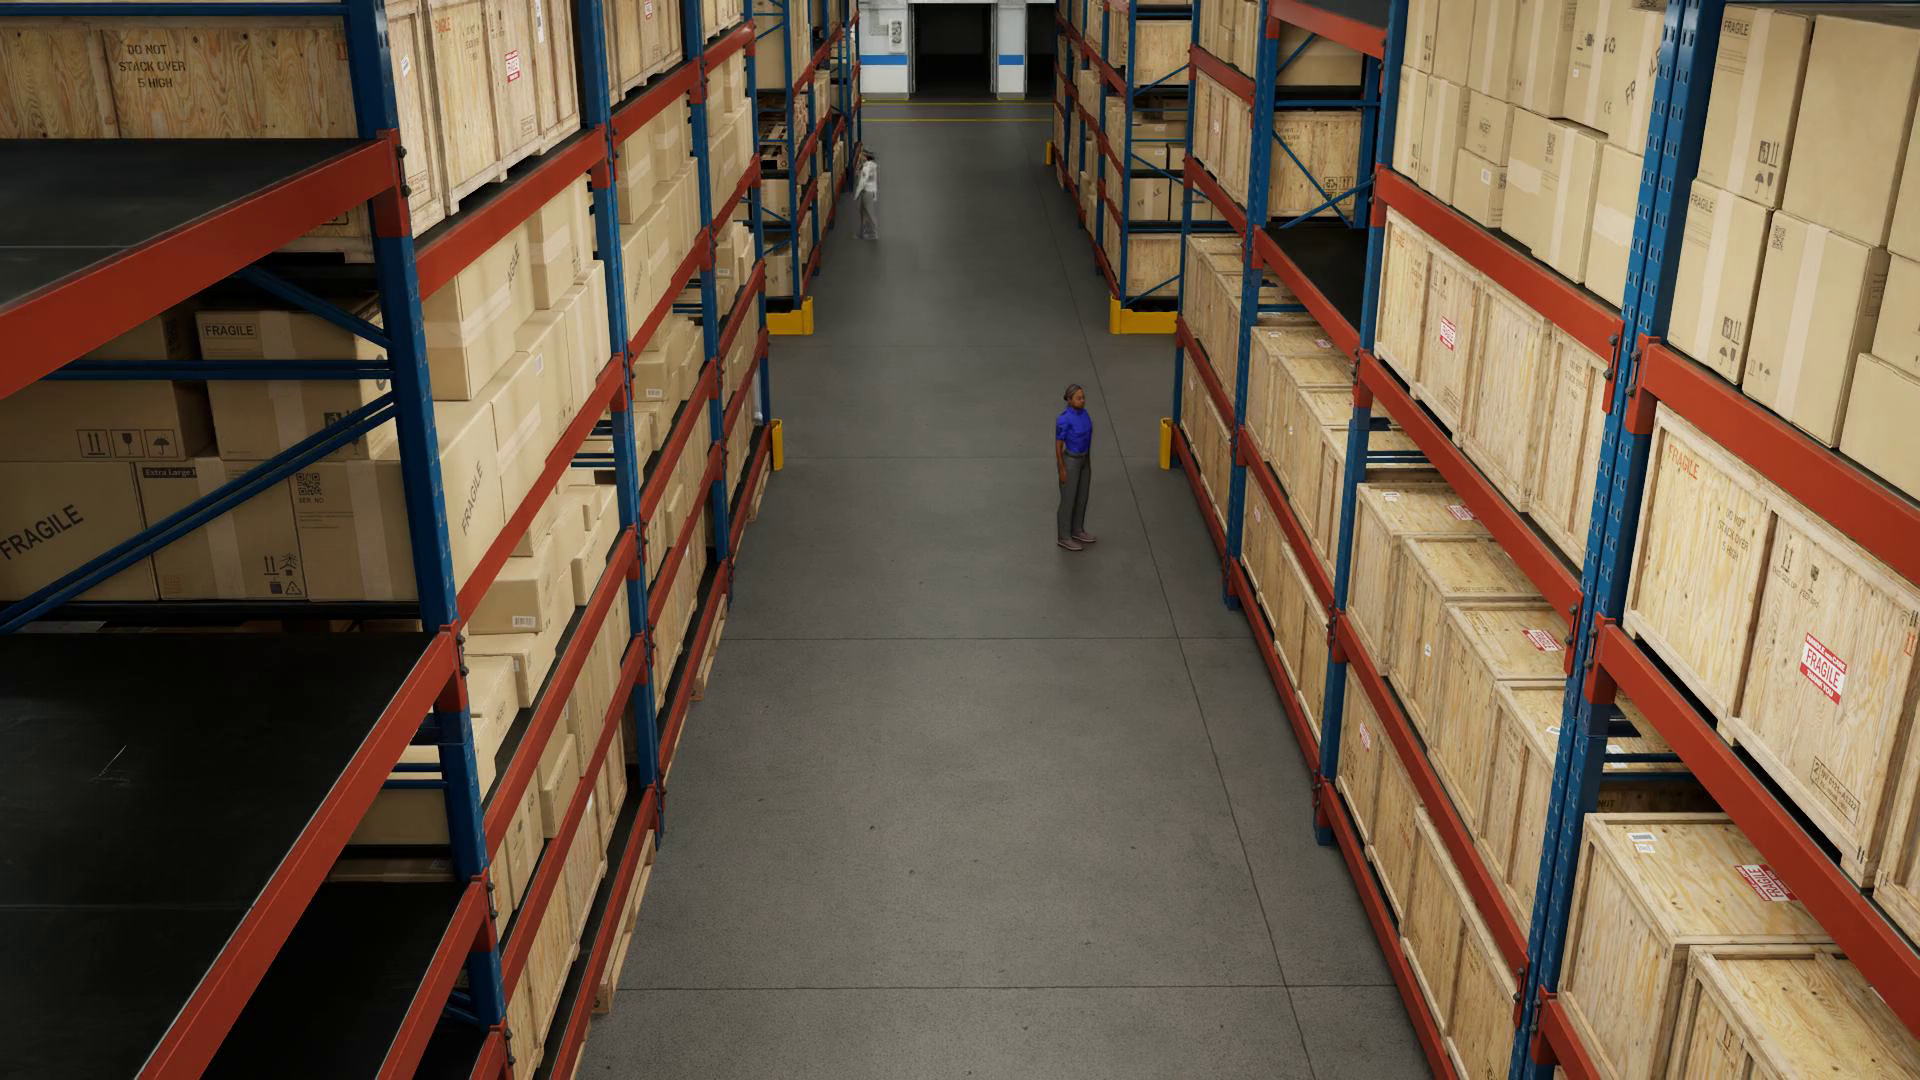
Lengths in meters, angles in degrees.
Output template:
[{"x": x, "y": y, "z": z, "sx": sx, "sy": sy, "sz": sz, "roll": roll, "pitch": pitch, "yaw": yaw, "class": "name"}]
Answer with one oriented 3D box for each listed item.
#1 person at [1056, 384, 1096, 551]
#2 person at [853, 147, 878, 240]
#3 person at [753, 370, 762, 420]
[{"x": 1.162, "y": -0.742, "z": 16.541, "sx": 0.345, "sy": 1.659, "sz": 0.440, "roll": 15, "pitch": 26, "yaw": 33, "class": "person"}, {"x": -1.790, "y": -6.431, "z": 30.906, "sx": 0.557, "sy": 1.695, "sz": 0.505, "roll": 6, "pitch": 22, "yaw": 15, "class": "person"}, {"x": -2.669, "y": -2.280, "z": 20.398, "sx": 0.453, "sy": 1.666, "sz": 0.646, "roll": -16, "pitch": 26, "yaw": -35, "class": "person"}]
